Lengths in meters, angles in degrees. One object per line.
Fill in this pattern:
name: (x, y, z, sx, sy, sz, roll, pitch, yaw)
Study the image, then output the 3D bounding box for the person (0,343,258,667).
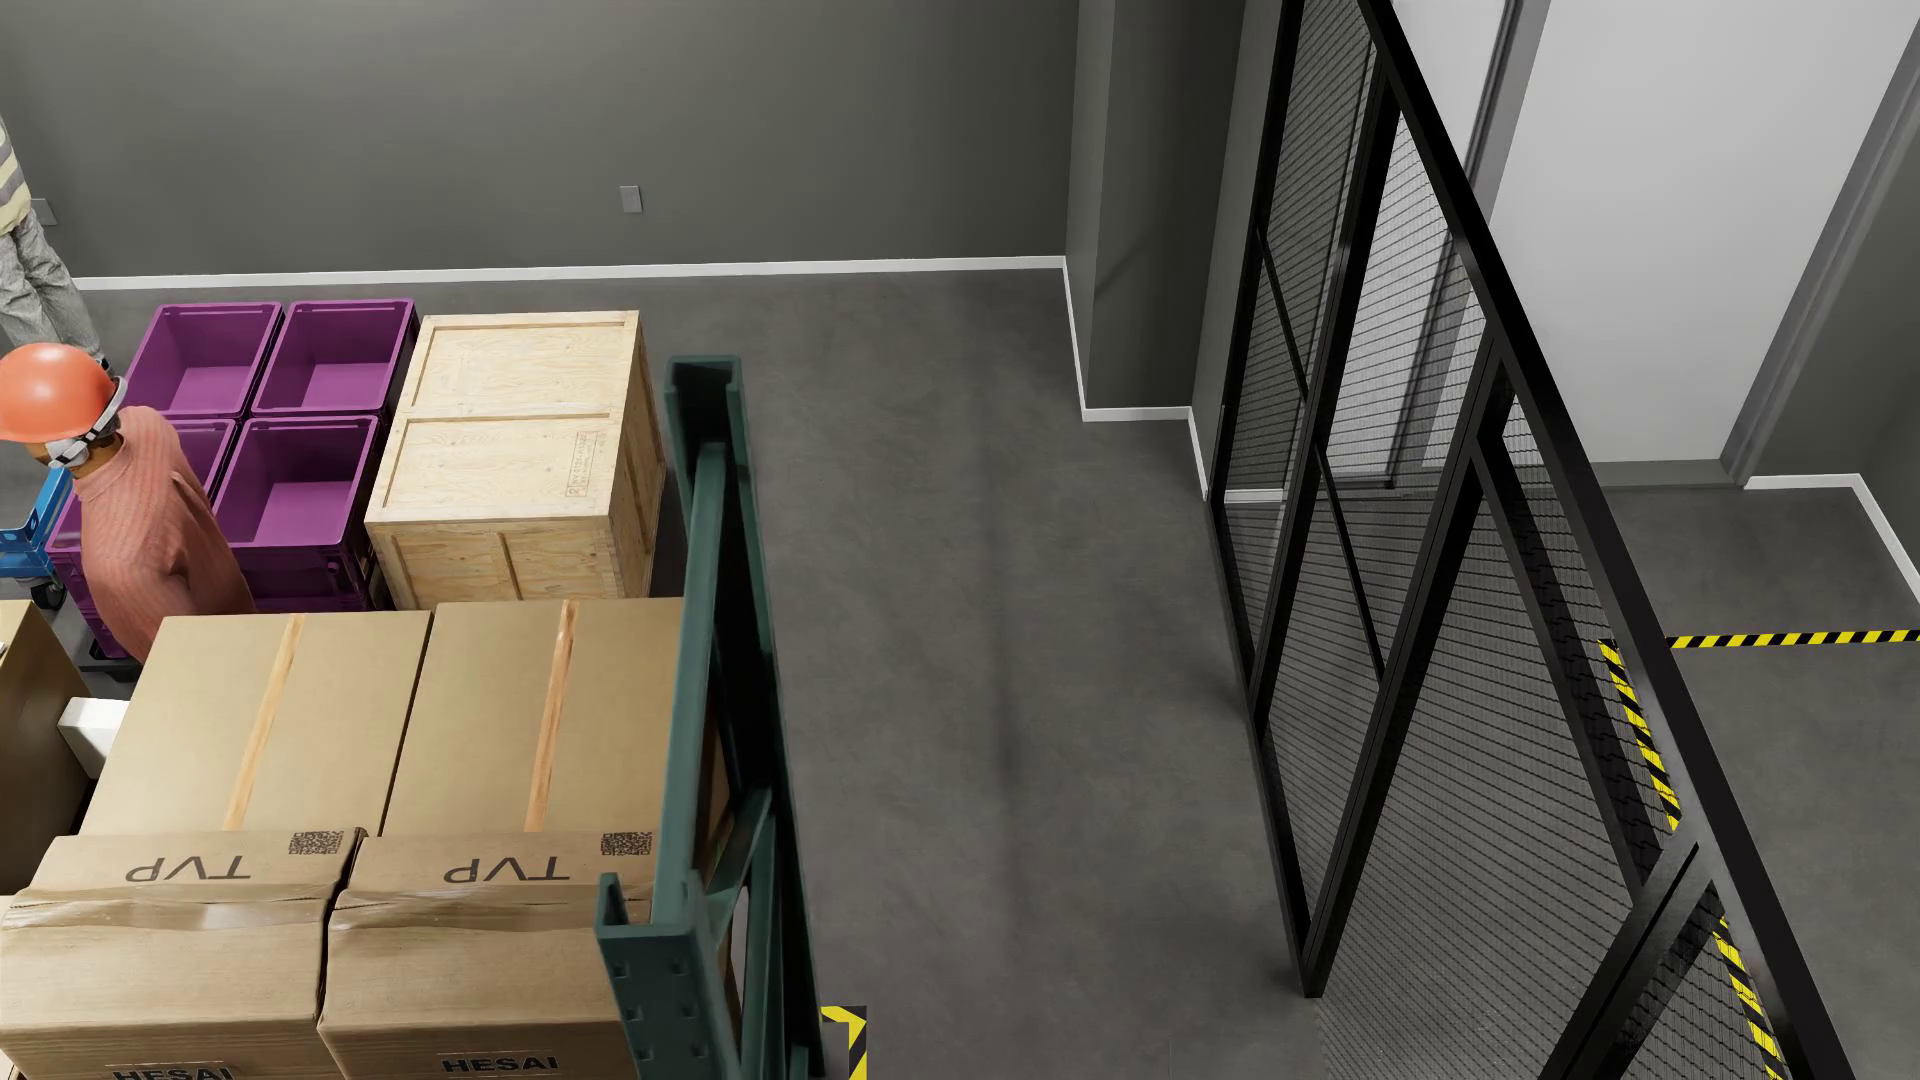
person: (-2.069, 0.266, 4.464, 0.397, 1.992, 0.623, -12, 48, -11)

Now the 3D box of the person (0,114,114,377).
person: (-3.544, -1.185, 5.959, 0.404, 1.835, 0.587, 2, 46, 2)
